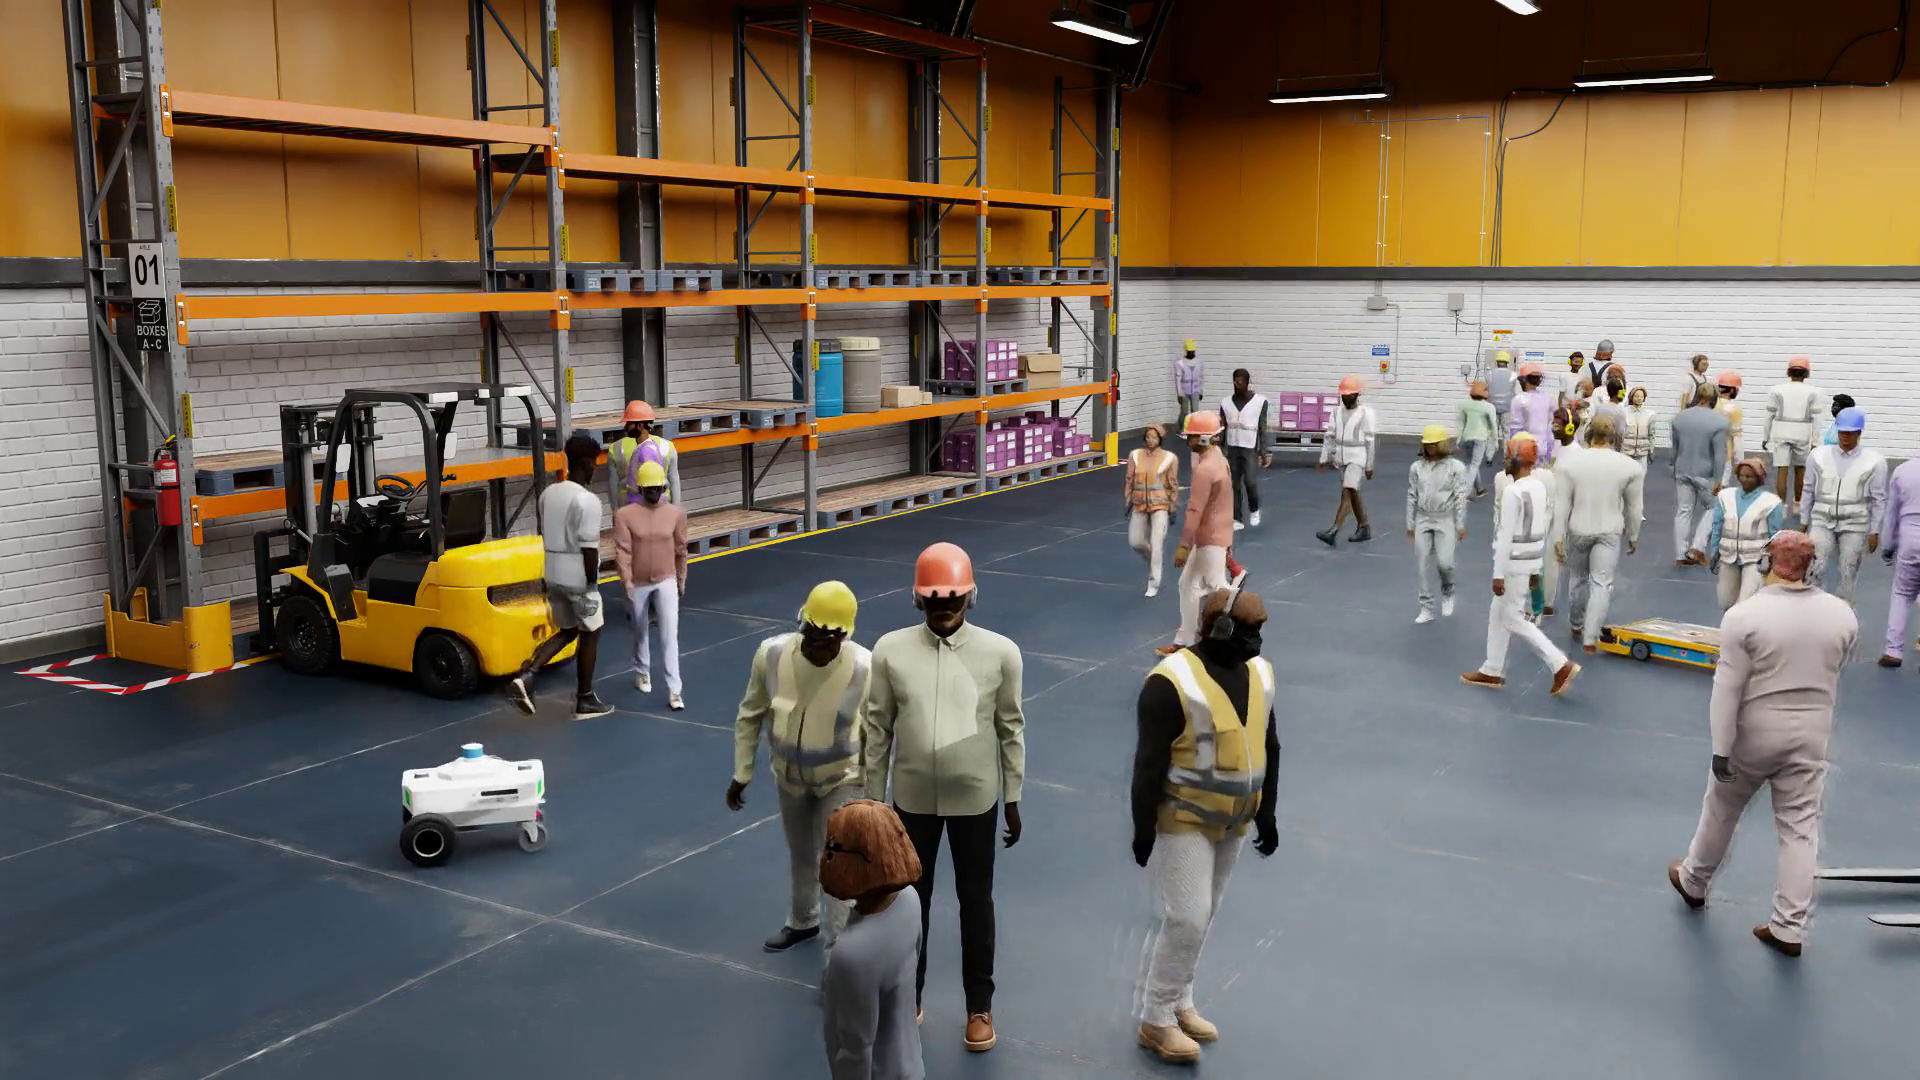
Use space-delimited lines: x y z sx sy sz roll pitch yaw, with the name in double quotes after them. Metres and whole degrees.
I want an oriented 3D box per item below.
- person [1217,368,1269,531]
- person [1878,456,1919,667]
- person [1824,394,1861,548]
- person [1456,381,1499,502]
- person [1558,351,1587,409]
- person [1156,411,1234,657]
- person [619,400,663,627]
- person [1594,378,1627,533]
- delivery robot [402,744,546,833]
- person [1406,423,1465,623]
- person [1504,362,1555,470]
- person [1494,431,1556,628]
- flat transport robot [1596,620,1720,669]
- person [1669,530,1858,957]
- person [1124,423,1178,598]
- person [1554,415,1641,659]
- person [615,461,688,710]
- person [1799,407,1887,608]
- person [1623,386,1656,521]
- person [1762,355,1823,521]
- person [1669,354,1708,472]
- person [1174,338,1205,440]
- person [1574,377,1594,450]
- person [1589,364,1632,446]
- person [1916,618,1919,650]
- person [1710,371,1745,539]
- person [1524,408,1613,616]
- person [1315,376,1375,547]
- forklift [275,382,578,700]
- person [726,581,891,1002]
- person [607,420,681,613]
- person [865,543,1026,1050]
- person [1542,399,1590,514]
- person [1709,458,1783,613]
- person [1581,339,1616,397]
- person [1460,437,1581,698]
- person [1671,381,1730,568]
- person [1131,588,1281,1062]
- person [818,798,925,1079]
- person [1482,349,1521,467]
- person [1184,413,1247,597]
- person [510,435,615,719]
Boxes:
3.308 -1.060 19.498 0.628 1.906 0.439 6 11 32 "person"
7.344 0.082 12.473 0.439 1.894 0.830 -5 11 -31 "person"
9.663 -0.760 18.289 0.321 1.697 0.530 0 9 2 "person"
6.876 -1.311 22.080 0.874 1.585 0.524 -9 13 -44 "person"
9.088 -1.867 24.681 0.514 1.866 0.332 -4 10 -24 "person"
1.791 -0.001 12.693 0.819 1.961 0.622 3 9 16 "person"
-2.704 -0.219 14.165 0.356 1.936 0.551 -2 9 -14 "person"
7.384 -0.952 19.100 0.917 1.831 0.532 -4 10 -23 "person"
-2.526 1.305 8.662 0.707 0.478 0.477 -3 9 -16 "delivery robot"
4.084 -0.141 14.313 0.513 1.730 0.383 6 11 34 "person"
6.451 -1.018 18.932 0.607 2.013 0.422 -3 10 -20 "person"
4.683 -0.058 13.815 0.506 1.725 0.844 6 11 32 "person"
5.724 0.826 12.830 0.652 0.197 1.431 -7 11 -37 "flat transport robot"
3.655 0.871 7.604 0.648 1.857 0.956 0 9 -2 "person"
1.811 -0.298 15.604 0.532 1.620 0.518 5 10 29 "person"
5.078 -0.052 13.279 0.647 1.880 1.031 4 10 21 "person"
-2.165 0.290 11.693 0.512 1.712 0.884 -2 9 -15 "person"
7.146 -0.113 13.509 0.642 1.930 0.479 7 11 37 "person"
8.192 -1.048 20.256 0.513 1.645 0.307 1 9 6 "person"
10.204 -1.258 20.423 0.634 2.004 0.928 4 10 25 "person"
11.049 -1.858 24.813 0.538 1.796 0.951 -7 12 -39 "person"
4.074 -2.670 29.680 0.593 1.877 0.797 -1 9 -8 "person"
8.556 -1.446 22.858 0.480 1.594 0.572 1 9 7 "person"
8.573 -1.400 21.823 0.586 1.854 0.889 5 10 27 "person"
8.094 -0.087 13.389 1.067 1.928 0.610 -7 11 -36 "person"
8.616 -0.954 18.808 0.508 1.914 0.569 -3 10 -18 "person"
5.317 -0.233 14.509 0.702 1.853 0.532 2 9 15 "person"
4.261 -0.869 18.404 1.013 1.870 0.546 -7 11 -36 "person"
-3.974 -0.067 12.417 2.313 2.155 1.214 5 11 30 "forklift"
-0.616 1.017 7.035 0.663 1.758 0.798 3 10 19 "person"
-2.783 -0.258 14.700 0.627 1.847 0.429 -1 9 -9 "person"
-0.062 0.990 6.439 0.625 1.991 0.391 1 9 6 "person"
5.977 -0.542 16.691 0.999 1.788 0.625 4 10 25 "person"
6.075 0.155 12.815 0.628 1.614 0.513 -7 12 -38 "person"
9.599 -1.972 24.782 0.538 2.000 0.683 -8 12 -39 "person"
4.028 0.196 11.834 0.839 1.857 0.583 7 12 38 "person"
7.528 -0.653 16.958 0.449 1.922 0.633 -7 12 -38 "person"
0.958 1.081 6.454 0.666 1.813 0.465 -7 12 -39 "person"
-0.241 1.487 4.460 0.284 1.633 0.500 2 9 14 "person"
8.417 -2.044 25.883 0.599 1.830 0.404 4 10 22 "person"
2.314 -0.312 15.391 0.547 1.727 0.566 -3 10 -17 "person"
-2.654 0.273 11.086 0.644 1.936 0.671 8 12 41 "person"
